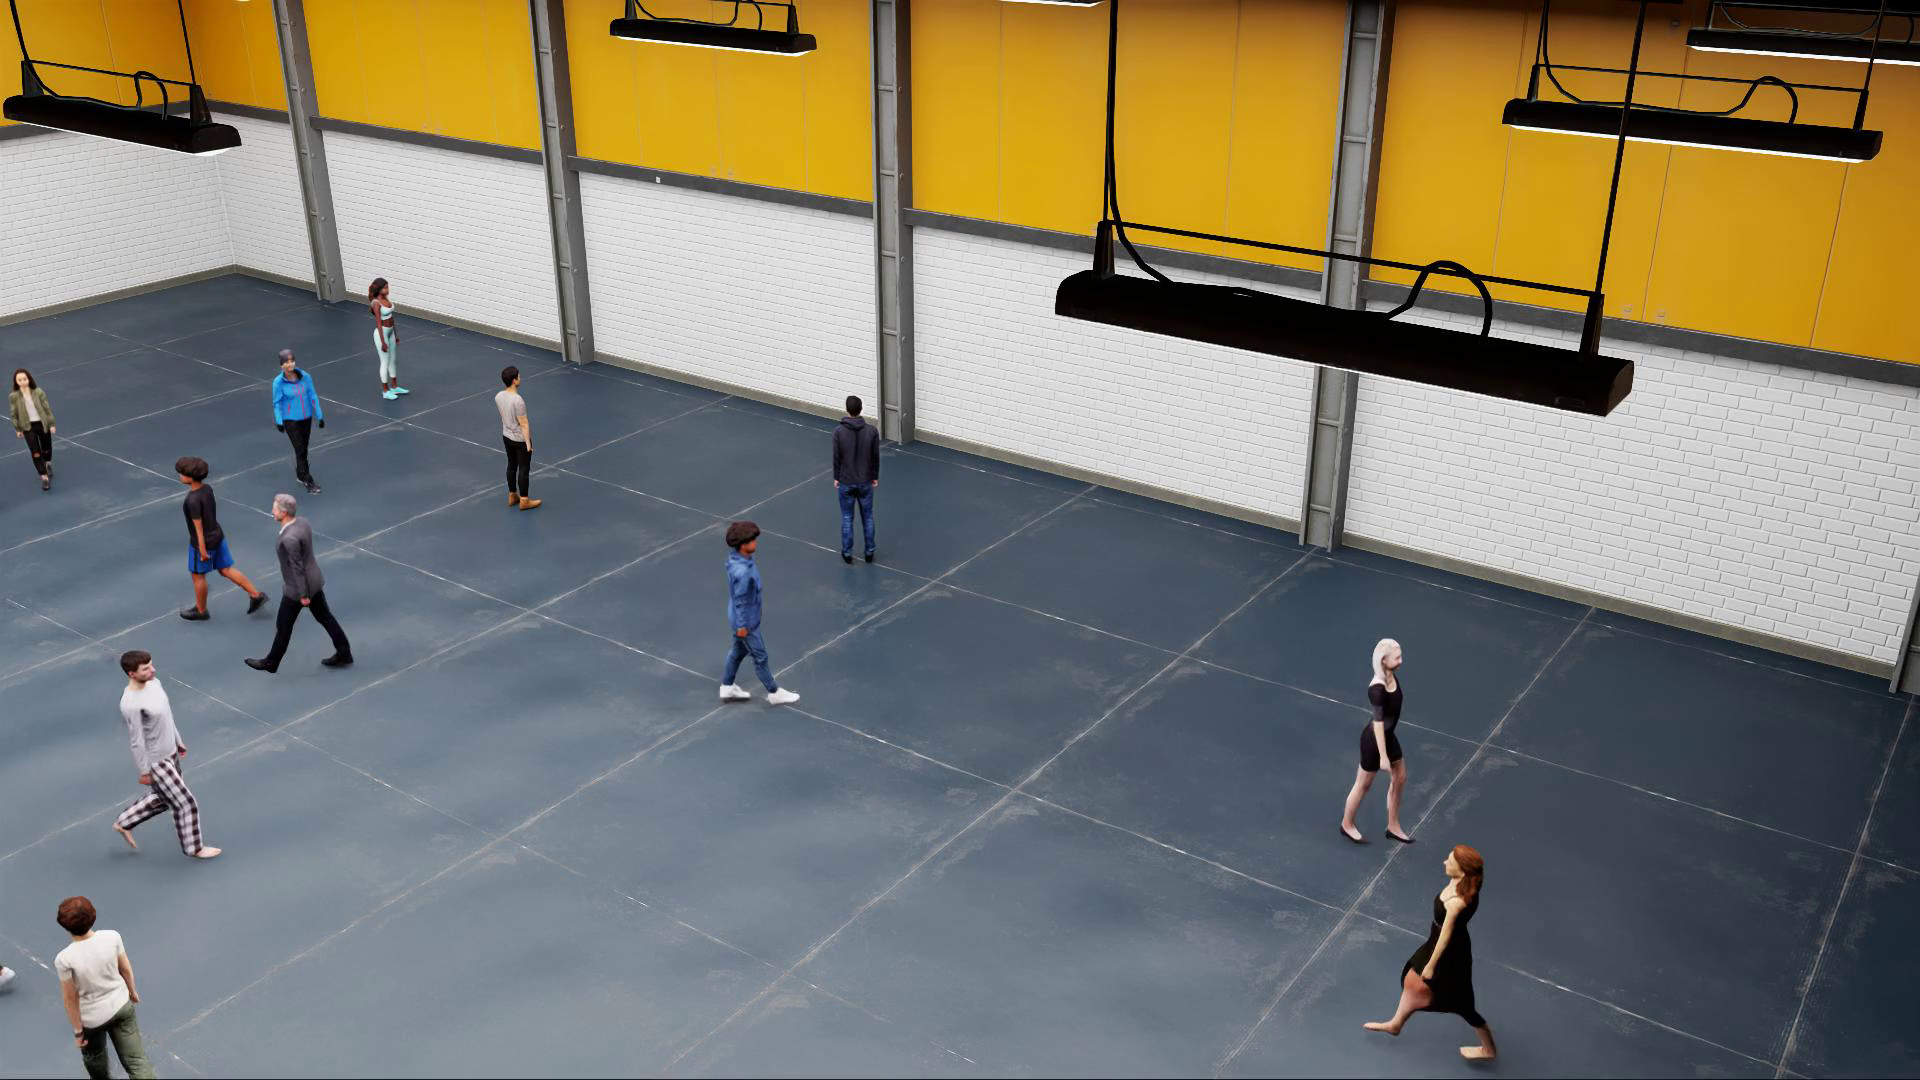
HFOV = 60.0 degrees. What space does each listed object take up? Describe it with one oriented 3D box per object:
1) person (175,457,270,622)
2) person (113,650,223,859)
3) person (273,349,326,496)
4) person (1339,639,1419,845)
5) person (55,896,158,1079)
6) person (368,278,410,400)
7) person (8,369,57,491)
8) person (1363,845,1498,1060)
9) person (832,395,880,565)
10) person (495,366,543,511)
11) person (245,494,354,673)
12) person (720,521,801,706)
[{"bbox_3d":[-7.475,-0.005,16.704,1.197,1.772,1.007,1,24,1],"label":"person"},{"bbox_3d":[-6.267,1.667,12.816,1.121,1.823,1.017,-2,24,-4],"label":"person"},{"bbox_3d":[-8.008,-1.458,20.031,1.079,1.768,0.743,21,31,39],"label":"person"},{"bbox_3d":[3.181,1.584,13.019,0.856,1.811,0.666,12,26,25],"label":"person"},{"bbox_3d":[-5.178,2.942,10.157,1.152,1.615,0.675,20,30,38],"label":"person"},{"bbox_3d":[-8.028,-2.829,23.224,0.662,1.724,0.647,4,24,8],"label":"person"},{"bbox_3d":[-11.252,-1.376,20.246,0.837,1.446,1.055,-14,27,-29],"label":"person"},{"bbox_3d":[3.250,2.713,10.734,1.153,1.573,0.812,7,25,16],"label":"person"},{"bbox_3d":[-1.134,-0.650,18.035,0.753,1.888,0.795,-6,24,-14],"label":"person"},{"bbox_3d":[-5.222,-1.211,19.529,0.464,1.718,0.658,17,29,34],"label":"person"},{"bbox_3d":[-6.114,0.426,15.683,1.295,1.800,1.205,-3,24,-7],"label":"person"},{"bbox_3d":[-2.017,0.686,15.114,1.116,1.779,1.028,-2,24,-3],"label":"person"}]
